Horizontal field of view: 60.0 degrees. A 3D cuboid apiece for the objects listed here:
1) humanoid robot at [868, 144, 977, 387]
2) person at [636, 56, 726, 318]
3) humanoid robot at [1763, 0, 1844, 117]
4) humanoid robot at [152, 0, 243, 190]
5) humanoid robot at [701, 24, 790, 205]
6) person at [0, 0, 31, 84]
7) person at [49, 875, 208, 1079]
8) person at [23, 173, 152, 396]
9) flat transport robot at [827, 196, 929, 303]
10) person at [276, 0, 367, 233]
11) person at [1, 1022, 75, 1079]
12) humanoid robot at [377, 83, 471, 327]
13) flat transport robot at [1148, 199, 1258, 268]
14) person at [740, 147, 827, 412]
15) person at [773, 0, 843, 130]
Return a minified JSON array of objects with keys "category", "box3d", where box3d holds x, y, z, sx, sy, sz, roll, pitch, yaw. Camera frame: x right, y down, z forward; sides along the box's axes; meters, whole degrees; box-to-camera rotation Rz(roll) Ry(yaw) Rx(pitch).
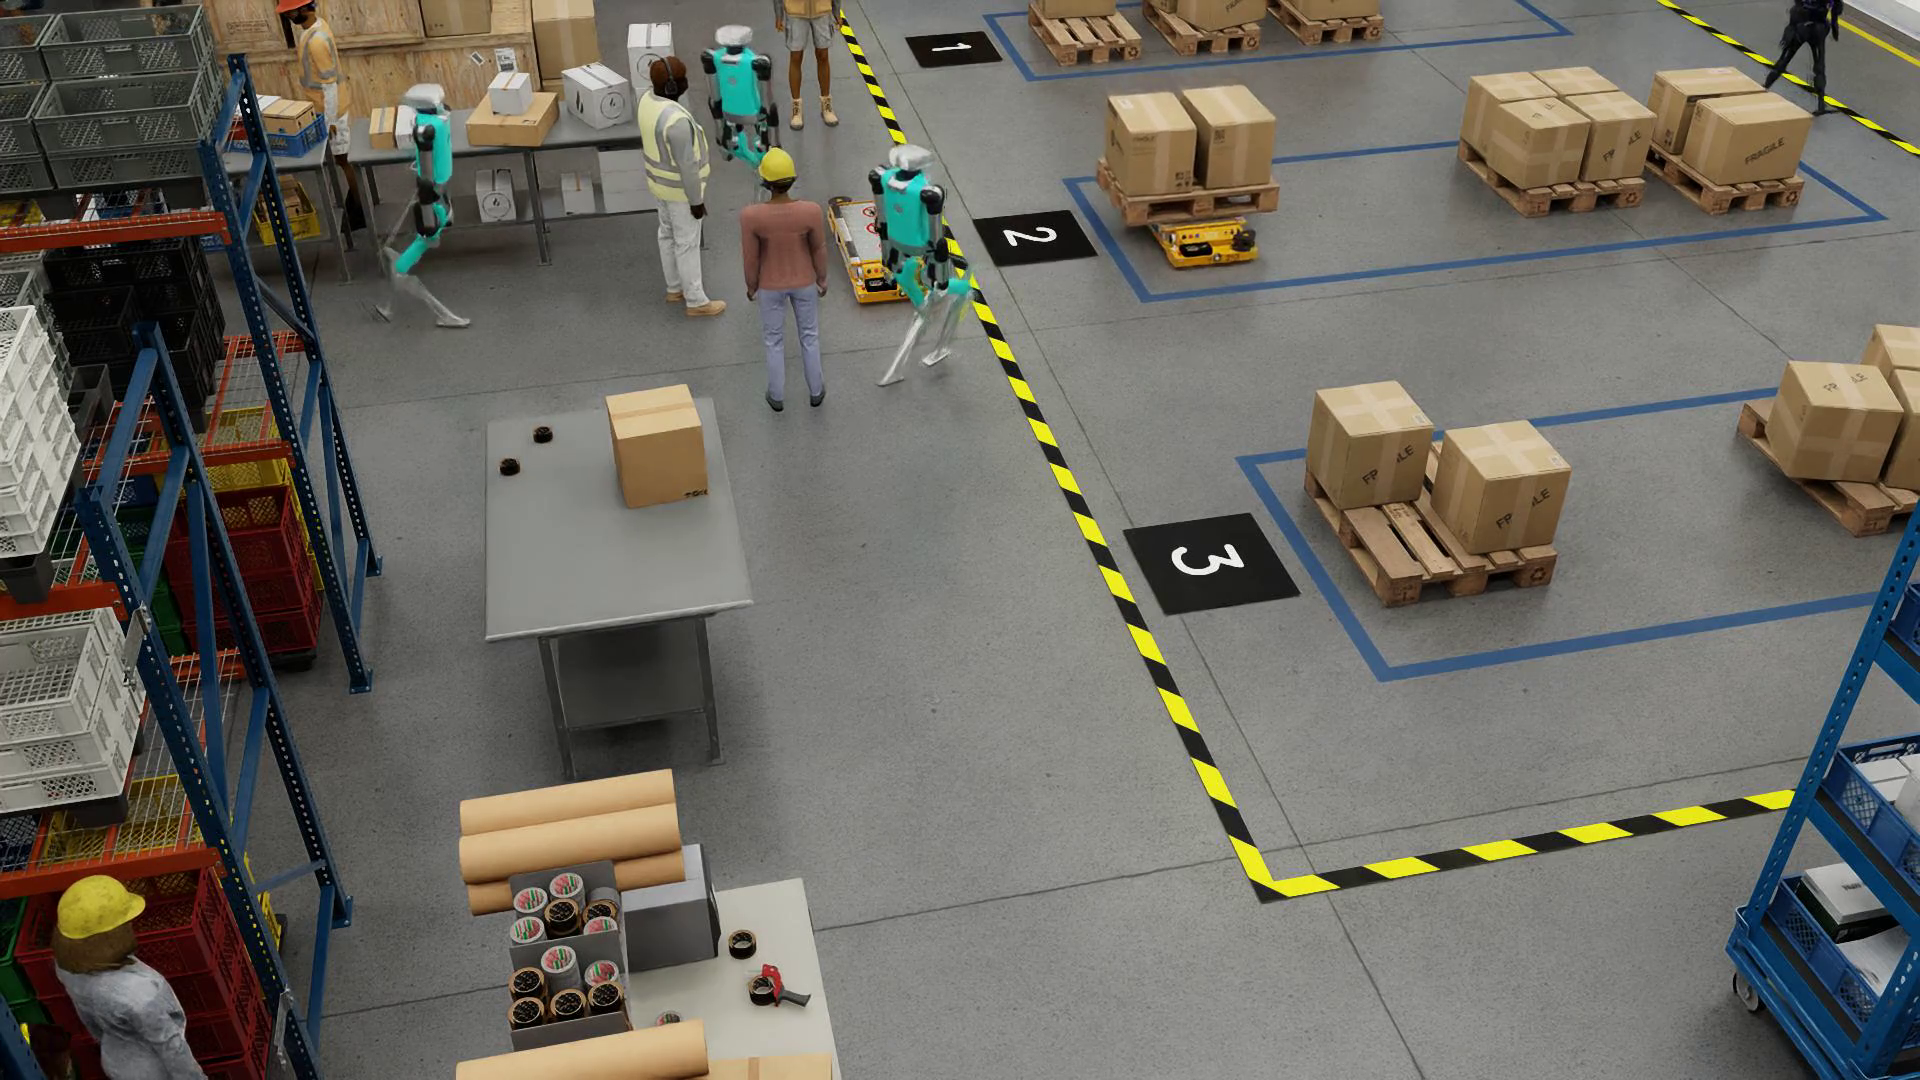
[{"category":"humanoid robot","box3d":[-0.183,-1.798,10.727,0.553,1.743,0.893,23,43,28]},{"category":"person","box3d":[-1.936,-2.438,11.513,0.430,1.845,0.618,-22,42,-26]},{"category":"humanoid robot","box3d":[7.441,-4.489,14.439,0.616,1.620,0.794,-15,39,-19]},{"category":"humanoid robot","box3d":[-5.976,-3.516,13.096,0.414,1.639,0.586,-8,37,-11]},{"category":"humanoid robot","box3d":[-1.505,-3.022,12.376,0.530,1.772,0.701,12,38,16]},{"category":"person","box3d":[-8.689,-5.087,14.926,0.538,2.019,0.759,19,41,23]},{"category":"person","box3d":[-2.832,1.826,5.868,0.483,1.737,0.309,20,41,24]},{"category":"person","box3d":[-5.379,-1.578,10.291,0.389,1.921,0.592,-7,37,-10]},{"category":"flat transport robot","box3d":[-0.570,-2.220,12.538,0.659,0.231,1.431,-8,37,-10]},{"category":"person","box3d":[-4.794,-3.277,12.567,0.362,1.931,0.541,-14,39,-18]},{"category":"person","box3d":[-2.718,2.201,5.284,0.770,1.830,0.614,3,37,4]},{"category":"humanoid robot","box3d":[-3.799,-2.194,11.327,0.884,1.835,0.553,-1,37,-1]},{"category":"flat transport robot","box3d":[1.767,-2.560,12.971,0.652,0.197,1.431,-8,37,-10]},{"category":"person","box3d":[-1.094,-1.625,10.478,0.532,1.772,0.294,-7,37,-9]},{"category":"person","box3d":[-1.287,-4.516,14.135,0.607,2.048,0.365,-8,37,-11]}]
